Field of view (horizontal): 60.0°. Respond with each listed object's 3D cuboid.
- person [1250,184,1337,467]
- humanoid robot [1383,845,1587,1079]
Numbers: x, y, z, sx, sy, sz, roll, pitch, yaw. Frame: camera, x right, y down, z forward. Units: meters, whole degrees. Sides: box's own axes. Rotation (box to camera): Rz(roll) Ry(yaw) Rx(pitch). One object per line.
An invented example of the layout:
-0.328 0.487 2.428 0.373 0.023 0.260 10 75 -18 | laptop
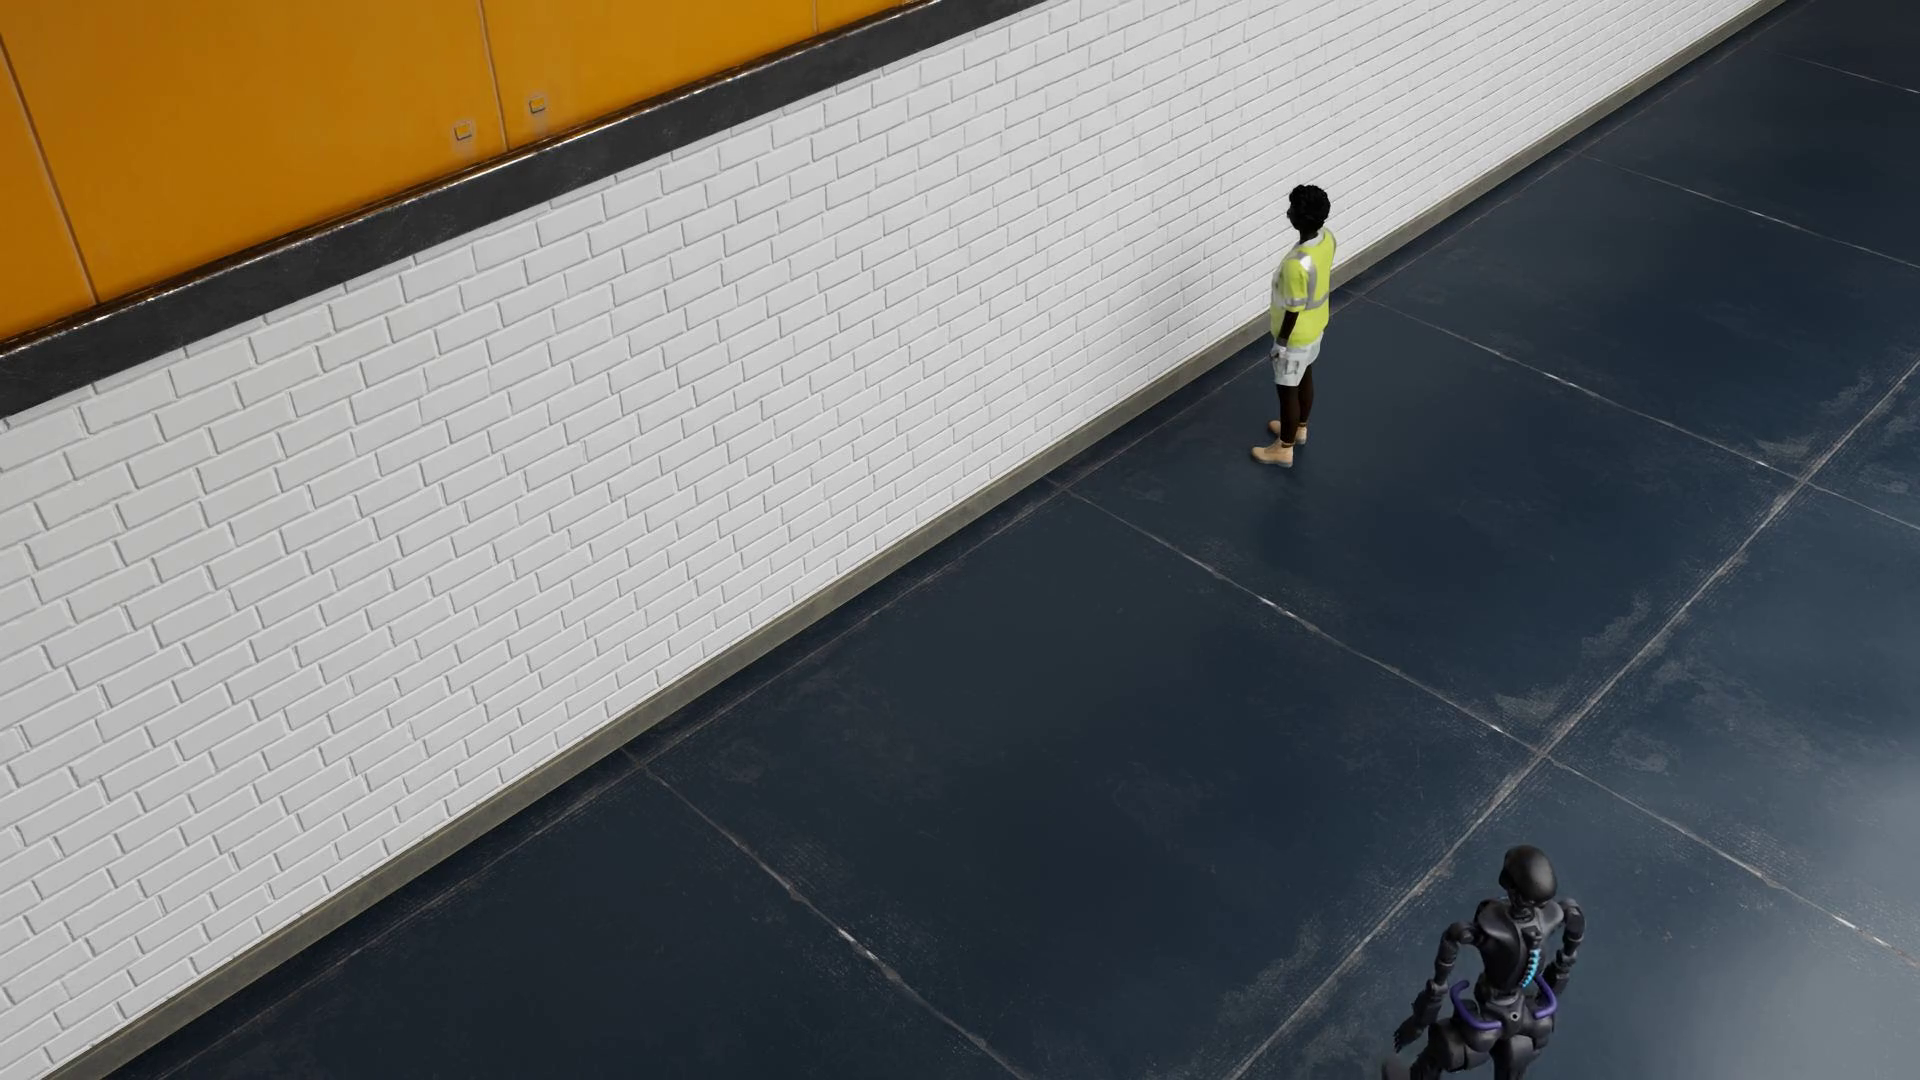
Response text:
1.869 -1.187 9.256 0.318 1.697 0.538 20 43 23 | person
1.845 1.662 5.755 0.585 1.627 0.783 -9 39 -11 | humanoid robot
